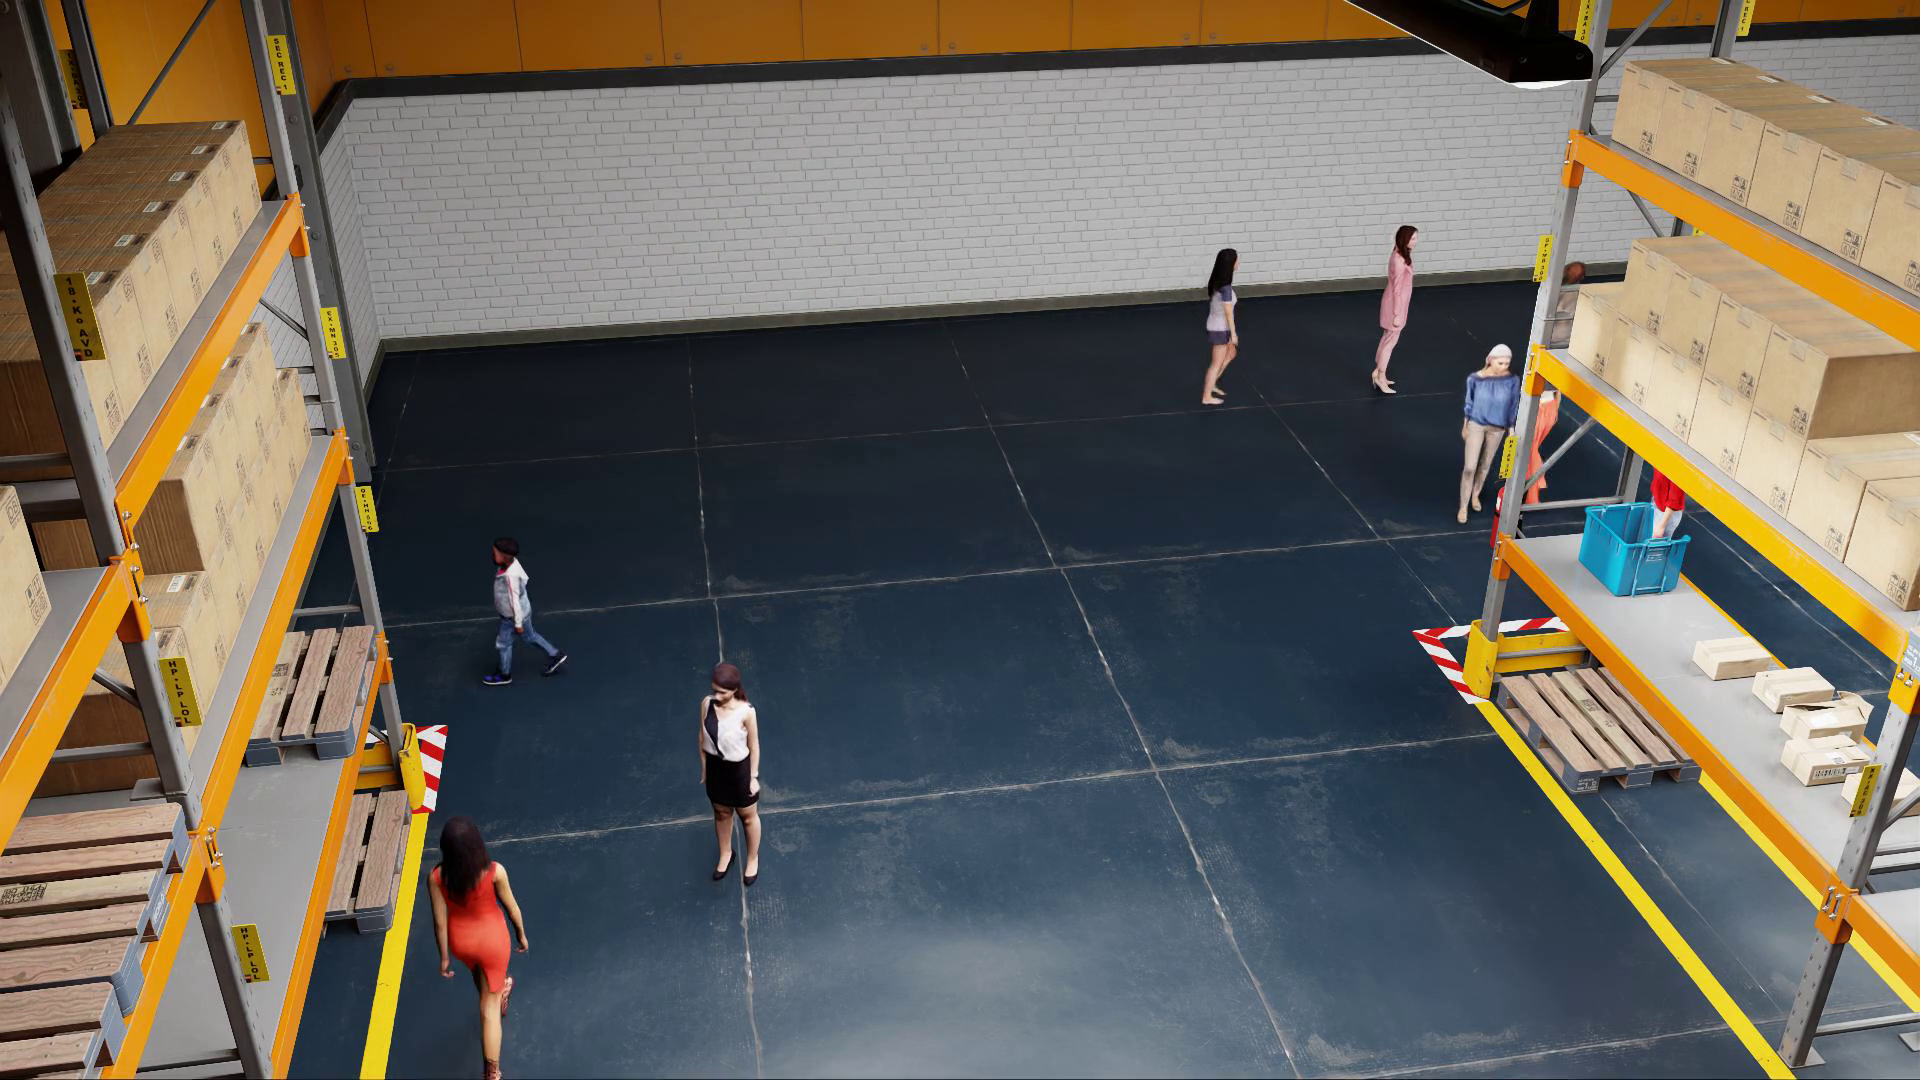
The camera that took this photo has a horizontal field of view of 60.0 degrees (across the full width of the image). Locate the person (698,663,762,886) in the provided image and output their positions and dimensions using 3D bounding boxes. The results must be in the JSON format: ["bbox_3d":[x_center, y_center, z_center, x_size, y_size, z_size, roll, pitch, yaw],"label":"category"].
[{"bbox_3d":[-1.446,1.475,10.538,0.630,1.652,0.645,9,30,16],"label":"person"}]

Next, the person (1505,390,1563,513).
[{"bbox_3d":[5.273,-1.039,15.007,0.787,1.785,0.838,-16,32,-26],"label":"person"}]

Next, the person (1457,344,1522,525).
[{"bbox_3d":[4.770,-1.036,15.112,0.744,1.679,0.874,3,29,5],"label":"person"}]

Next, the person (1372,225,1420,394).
[{"bbox_3d":[4.586,-2.448,17.574,0.749,1.800,0.592,6,29,10],"label":"person"}]

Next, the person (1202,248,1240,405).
[{"bbox_3d":[2.610,-2.189,17.210,0.693,1.695,0.575,-1,29,-2],"label":"person"}]

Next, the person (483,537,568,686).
[{"bbox_3d":[-3.344,0.532,12.691,0.555,1.246,0.803,-5,29,-10],"label":"person"}]

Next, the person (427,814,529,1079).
[{"bbox_3d":[-2.614,2.278,9.047,0.661,1.669,1.148,-3,29,-5],"label":"person"}]
